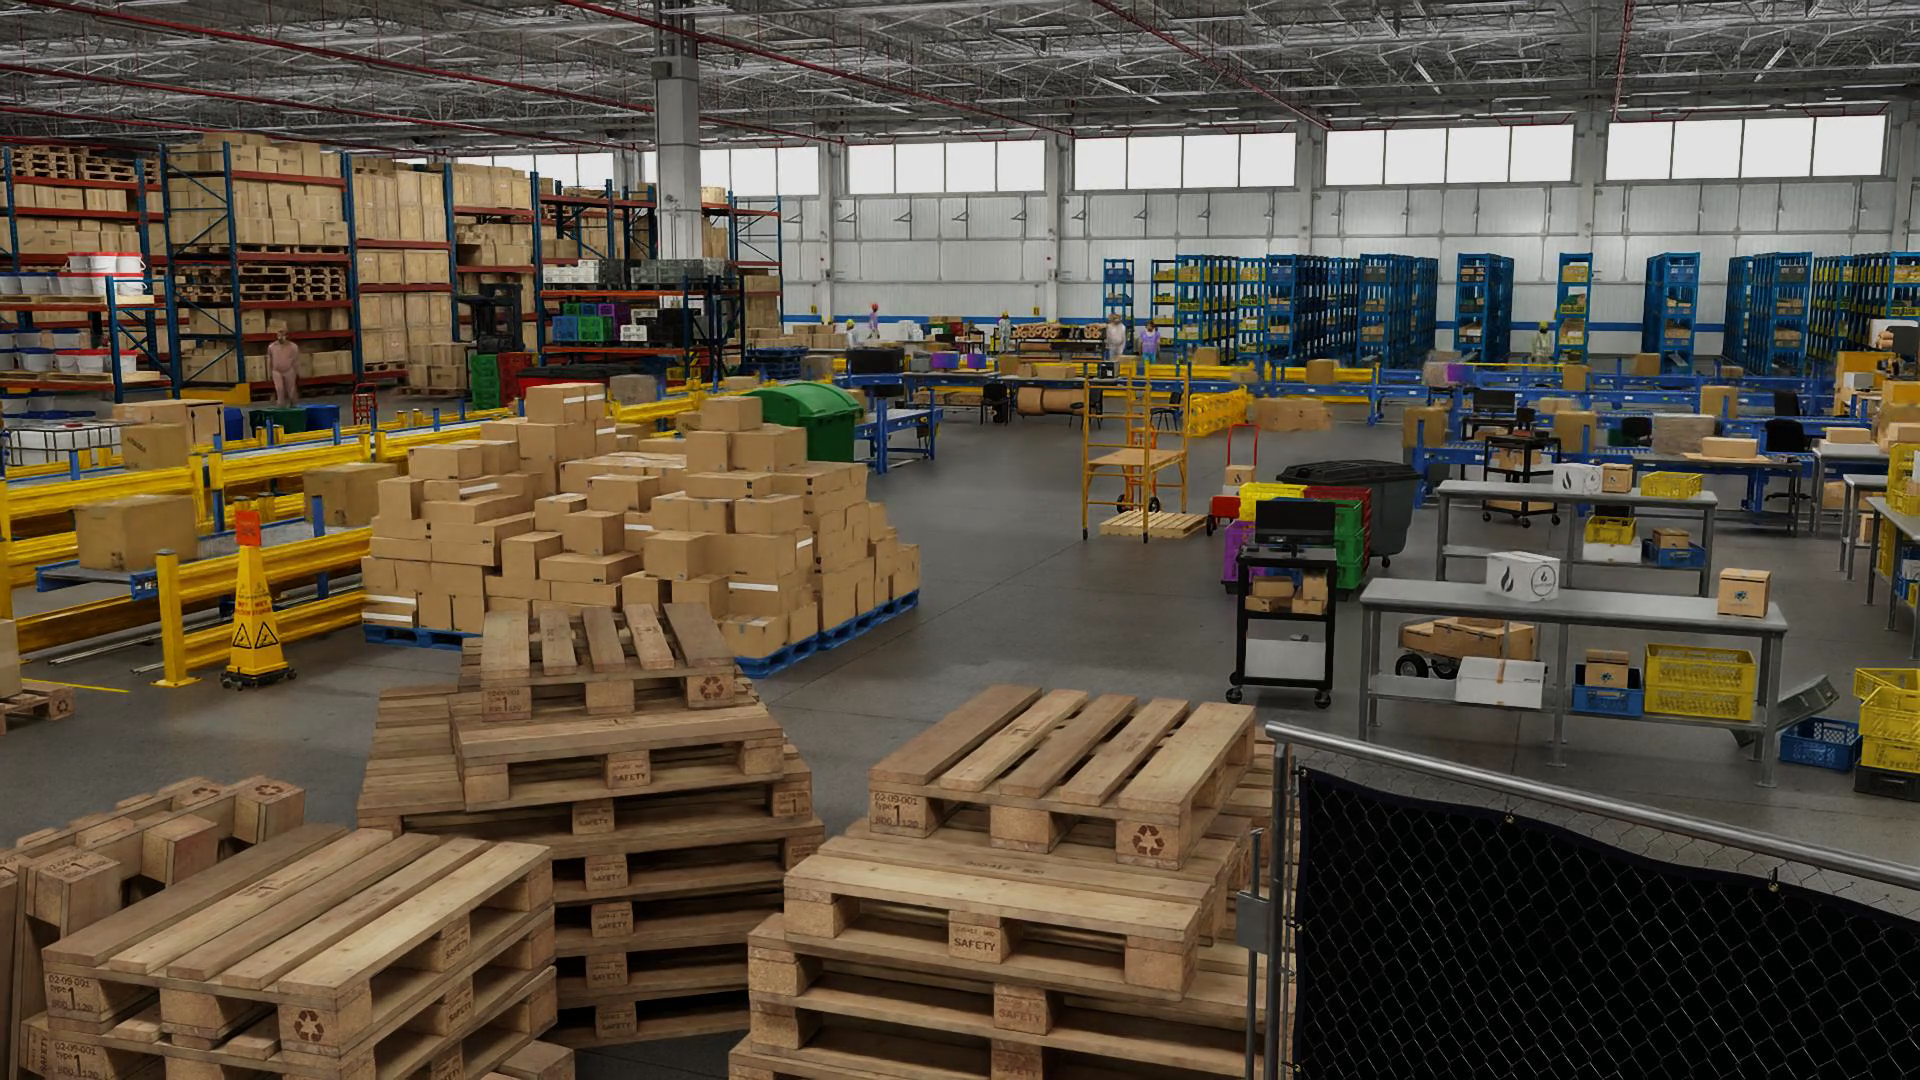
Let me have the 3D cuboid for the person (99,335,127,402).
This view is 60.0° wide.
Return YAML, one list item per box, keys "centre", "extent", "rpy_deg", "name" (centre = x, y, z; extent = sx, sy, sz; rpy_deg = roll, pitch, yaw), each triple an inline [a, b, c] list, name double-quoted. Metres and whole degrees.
- centre: [-20.247, -4.077, 39.685]
  extent: [0.746, 1.592, 0.511]
  rpy_deg: [0, 9, 0]
  name: "person"

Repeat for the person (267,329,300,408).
- centre: [-14.720, -3.662, 36.216]
  extent: [0.643, 1.882, 0.657]
  rpy_deg: [-3, 9, -17]
  name: "person"

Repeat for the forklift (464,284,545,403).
- centre: [-10.832, -4.702, 39.610]
  extent: [1.129, 2.768, 1.873]
  rpy_deg: [3, 10, 20]
  name: "forklift"

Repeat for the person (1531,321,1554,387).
- centre: [15.689, -4.994, 44.867]
  extent: [0.647, 1.804, 0.562]
  rpy_deg: [-3, 10, -18]
  name: "person"

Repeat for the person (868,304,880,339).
- centre: [-3.386, -8.547, 66.865]
  extent: [0.997, 1.880, 0.565]
  rpy_deg: [5, 10, 27]
  name: "person"

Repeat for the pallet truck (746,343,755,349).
- centre: [-6.183, -4.618, 44.264]
  extent: [1.601, 1.201, 0.680]
  rpy_deg: [-9, 12, -43]
  name: "pallet truck"

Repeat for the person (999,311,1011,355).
- centre: [1.646, -7.526, 60.943]
  extent: [0.485, 1.735, 0.346]
  rpy_deg: [-5, 10, -26]
  name: "person"

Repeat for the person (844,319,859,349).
- centre: [-3.019, -5.411, 47.458]
  extent: [0.820, 1.805, 0.586]
  rpy_deg: [3, 10, 21]
  name: "person"

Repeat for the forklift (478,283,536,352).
- centre: [-11.883, -5.227, 42.912]
  extent: [1.129, 2.768, 1.873]
  rpy_deg: [3, 10, 20]
  name: "forklift"

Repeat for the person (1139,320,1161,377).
- centre: [5.056, -4.933, 44.332]
  extent: [0.564, 1.836, 0.403]
  rpy_deg: [0, 9, 0]
  name: "person"

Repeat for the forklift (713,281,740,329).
- centre: [-7.851, -7.277, 55.780]
  extent: [1.129, 2.768, 1.873]
  rpy_deg: [3, 10, 20]
  name: "forklift"

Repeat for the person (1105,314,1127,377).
- centre: [4.599, -5.732, 49.166]
  extent: [0.645, 1.896, 0.489]
  rpy_deg: [-2, 9, -14]
  name: "person"

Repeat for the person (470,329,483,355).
- centre: [-12.096, -4.484, 41.946]
  extent: [0.538, 1.695, 0.320]
  rpy_deg: [-8, 12, -40]
  name: "person"

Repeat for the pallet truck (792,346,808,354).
- centre: [-3.705, -4.298, 42.022]
  extent: [0.653, 1.274, 1.630]
  rpy_deg: [3, 10, 20]
  name: "pallet truck"
